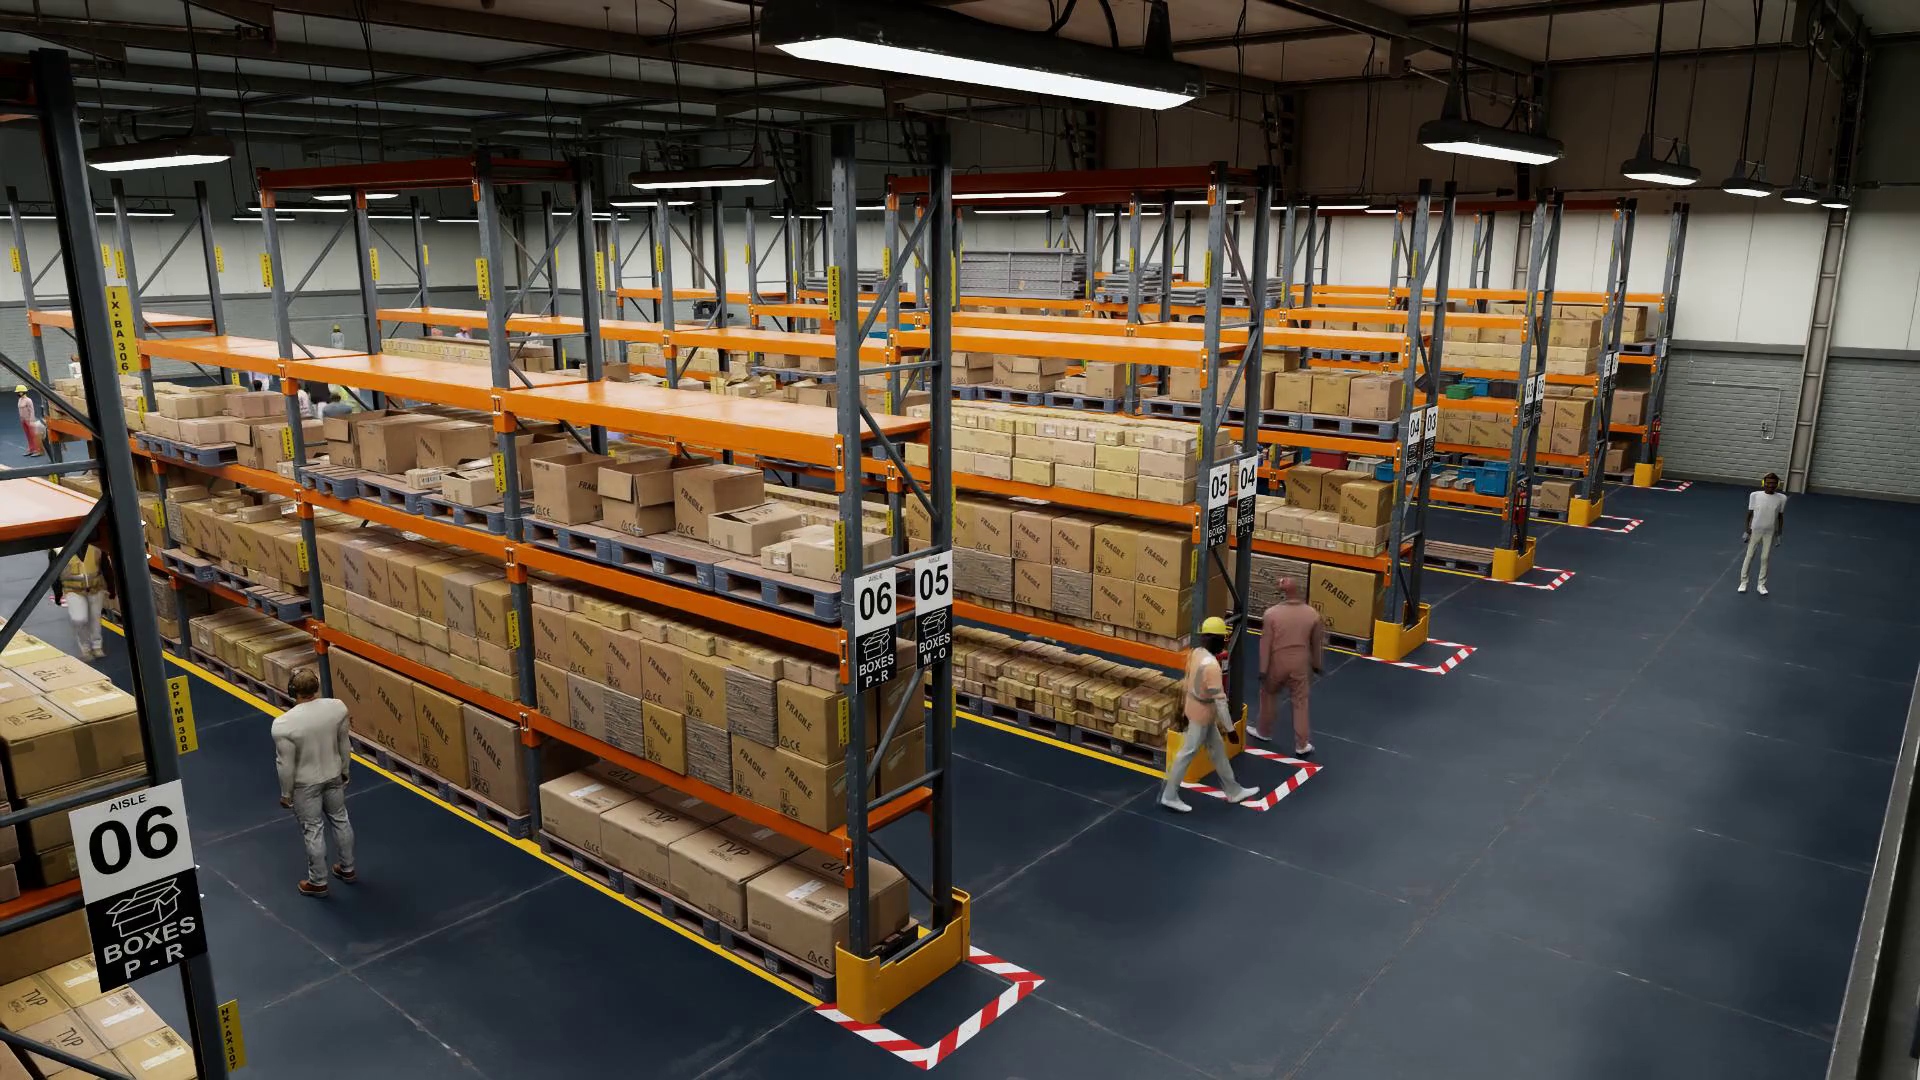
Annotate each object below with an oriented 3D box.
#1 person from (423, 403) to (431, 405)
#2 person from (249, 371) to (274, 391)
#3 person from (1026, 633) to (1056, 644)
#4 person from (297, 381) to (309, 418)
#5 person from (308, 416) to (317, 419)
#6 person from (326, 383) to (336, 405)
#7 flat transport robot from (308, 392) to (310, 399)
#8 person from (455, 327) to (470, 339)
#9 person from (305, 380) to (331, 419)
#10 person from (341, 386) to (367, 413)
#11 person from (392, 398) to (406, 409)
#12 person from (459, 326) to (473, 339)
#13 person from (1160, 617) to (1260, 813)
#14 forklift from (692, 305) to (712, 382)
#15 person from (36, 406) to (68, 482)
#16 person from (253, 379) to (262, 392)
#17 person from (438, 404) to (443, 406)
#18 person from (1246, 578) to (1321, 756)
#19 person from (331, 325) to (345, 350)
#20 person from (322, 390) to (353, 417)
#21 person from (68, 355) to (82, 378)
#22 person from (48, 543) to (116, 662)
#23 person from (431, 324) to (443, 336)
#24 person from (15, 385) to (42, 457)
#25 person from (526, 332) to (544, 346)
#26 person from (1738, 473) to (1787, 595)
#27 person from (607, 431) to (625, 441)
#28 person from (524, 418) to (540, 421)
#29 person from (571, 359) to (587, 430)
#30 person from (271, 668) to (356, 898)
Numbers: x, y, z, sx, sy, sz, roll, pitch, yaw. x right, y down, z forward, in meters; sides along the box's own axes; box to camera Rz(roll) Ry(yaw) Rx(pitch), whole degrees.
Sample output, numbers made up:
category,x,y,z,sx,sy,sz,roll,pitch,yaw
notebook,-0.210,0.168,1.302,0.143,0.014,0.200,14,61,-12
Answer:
category,x,y,z,sx,sy,sz,roll,pitch,yaw
person,-16.209,-4.785,38.341,0.409,1.907,0.651,1,14,4
person,-21.704,-4.982,39.122,0.439,1.920,0.657,10,17,35
person,1.106,0.580,16.874,0.520,1.613,0.565,-9,17,-34
person,-16.487,-3.098,31.581,0.680,1.820,0.630,-1,14,-5
person,-13.486,-1.761,26.370,0.622,1.664,0.559,0,14,1
person,-18.019,-4.194,35.839,1.014,1.938,0.644,-1,14,-3
flat transport robot,-21.732,-4.780,41.814,1.431,0.197,0.652,-3,14,-13
person,-19.165,-7.304,48.548,0.551,2.004,0.758,10,17,35
person,-17.398,-3.779,34.129,0.636,1.951,1.030,0,14,2
person,-15.845,-3.391,32.895,0.627,1.780,0.962,9,17,34
person,-15.156,-3.563,33.894,0.553,1.619,0.517,3,14,11
person,-21.997,-9.125,56.244,0.684,1.900,0.576,3,14,14
person,2.380,1.666,11.873,0.981,1.863,0.699,1,14,3
forklift,-9.511,-7.392,47.124,1.873,2.768,1.129,11,17,38
person,-19.622,-2.023,27.147,0.755,1.828,0.517,3,14,14
person,-17.065,-2.966,30.833,0.379,1.917,0.591,9,16,32
person,-15.106,-4.310,36.475,0.602,1.860,0.419,0,14,0
person,3.464,1.305,13.365,0.732,1.868,0.763,-2,14,-8
person,-25.425,-7.905,51.513,0.483,1.745,0.300,-6,15,-23
person,-14.114,-2.442,28.679,0.642,1.927,0.442,-5,15,-20
person,-28.090,-5.086,40.132,0.315,1.641,0.515,5,15,21
person,-11.173,0.658,16.114,0.596,1.823,0.661,12,18,39
person,-21.032,-7.798,50.550,0.626,1.991,0.390,-4,14,-18
person,-23.008,-2.942,31.051,0.523,1.769,0.310,7,15,26
person,-17.500,-8.078,51.908,0.681,1.890,0.428,-6,15,-23
person,12.226,-0.107,19.174,0.509,1.872,0.329,6,15,23
person,-7.031,-1.605,25.270,0.568,1.894,0.956,-10,17,-36
person,-10.301,-2.749,30.016,0.574,1.883,0.355,-1,14,-4
person,-10.724,-4.091,35.360,0.362,1.965,0.611,6,15,22
person,-5.330,1.987,10.418,0.370,1.939,0.631,8,16,29
